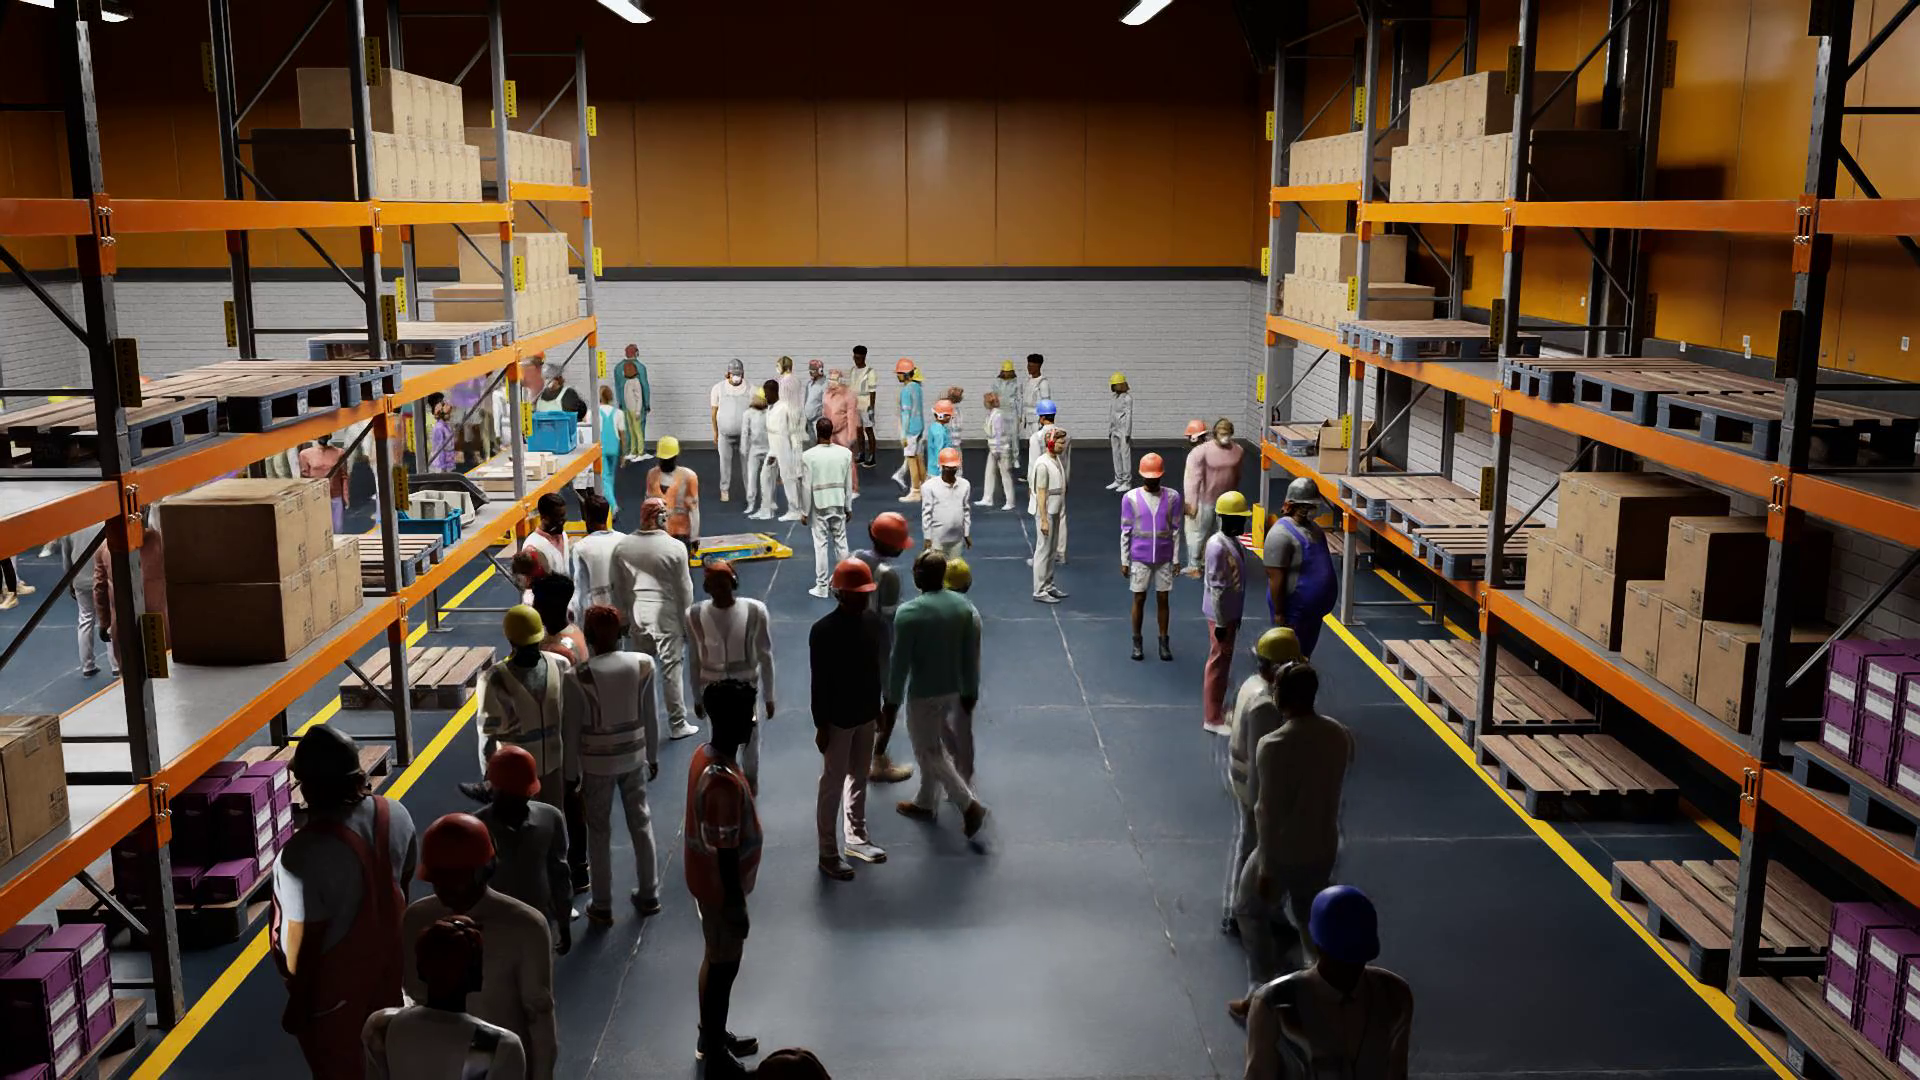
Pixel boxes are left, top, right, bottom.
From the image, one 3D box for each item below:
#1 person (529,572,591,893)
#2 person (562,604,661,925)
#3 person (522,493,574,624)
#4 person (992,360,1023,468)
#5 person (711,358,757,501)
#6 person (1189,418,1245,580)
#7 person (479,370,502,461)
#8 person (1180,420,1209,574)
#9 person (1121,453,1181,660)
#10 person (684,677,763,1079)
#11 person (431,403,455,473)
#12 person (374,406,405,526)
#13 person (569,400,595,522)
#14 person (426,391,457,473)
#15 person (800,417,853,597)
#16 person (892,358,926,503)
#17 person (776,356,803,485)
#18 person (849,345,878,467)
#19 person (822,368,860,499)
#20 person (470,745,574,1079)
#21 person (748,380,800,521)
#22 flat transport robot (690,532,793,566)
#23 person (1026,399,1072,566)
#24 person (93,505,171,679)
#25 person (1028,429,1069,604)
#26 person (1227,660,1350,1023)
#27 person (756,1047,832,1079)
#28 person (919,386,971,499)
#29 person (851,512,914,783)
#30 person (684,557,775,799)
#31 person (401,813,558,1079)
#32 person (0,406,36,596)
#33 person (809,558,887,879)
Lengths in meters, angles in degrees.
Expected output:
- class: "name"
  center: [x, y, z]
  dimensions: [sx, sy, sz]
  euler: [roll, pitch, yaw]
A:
- class: "person"
  center: [-2.399, 1.156, 10.022]
  dimensions: [0.367, 1.966, 0.607]
  euler: [-2, 11, -11]
- class: "person"
  center: [-2.004, 1.289, 9.596]
  dimensions: [0.587, 1.876, 0.343]
  euler: [-8, 14, -34]
- class: "person"
  center: [-3.241, 0.566, 13.144]
  dimensions: [0.410, 1.908, 0.598]
  euler: [2, 11, 11]
- class: "person"
  center: [0.753, -1.996, 26.442]
  dimensions: [0.489, 1.732, 0.364]
  euler: [2, 11, 10]
- class: "person"
  center: [-3.155, -1.557, 23.438]
  dimensions: [0.680, 2.000, 0.535]
  euler: [-2, 11, -9]
- class: "person"
  center: [2.794, -0.438, 18.316]
  dimensions: [0.683, 1.881, 0.754]
  euler: [-3, 12, -16]
- class: "person"
  center: [-7.811, -2.129, 27.420]
  dimensions: [0.544, 1.596, 0.676]
  euler: [-7, 13, -32]
- class: "person"
  center: [2.674, -0.486, 18.829]
  dimensions: [0.353, 1.736, 0.579]
  euler: [7, 13, 33]
- class: "person"
  center: [1.742, 0.154, 15.160]
  dimensions: [0.549, 1.925, 0.384]
  euler: [0, 11, -2]
- class: "person"
  center: [-1.107, 1.599, 7.835]
  dimensions: [0.373, 1.959, 0.608]
  euler: [-3, 12, -14]
- class: "person"
  center: [-6.674, -0.963, 21.497]
  dimensions: [0.317, 1.631, 0.520]
  euler: [-2, 11, -10]
- class: "person"
  center: [-7.191, -1.008, 21.057]
  dimensions: [0.533, 1.891, 0.628]
  euler: [2, 11, 10]
- class: "person"
  center: [-4.811, -0.931, 21.165]
  dimensions: [0.321, 1.695, 0.537]
  euler: [4, 12, 17]
- class: "person"
  center: [-7.060, -1.177, 22.425]
  dimensions: [0.435, 1.685, 0.542]
  euler: [6, 13, 29]
- class: "person"
  center: [-1.410, -0.344, 17.666]
  dimensions: [0.590, 1.919, 0.395]
  euler: [-6, 13, -28]
- class: "person"
  center: [-0.719, -1.540, 23.414]
  dimensions: [0.454, 2.029, 0.620]
  euler: [3, 12, 17]
- class: "person"
  center: [-2.555, -1.788, 24.890]
  dimensions: [0.370, 1.930, 0.628]
  euler: [3, 12, 15]
- class: "person"
  center: [-1.562, -2.145, 26.600]
  dimensions: [0.373, 1.959, 0.605]
  euler: [-10, 15, -41]
- class: "person"
  center: [-1.685, -1.501, 23.581]
  dimensions: [0.651, 1.879, 0.509]
  euler: [9, 15, 39]
- class: "person"
  center: [-2.010, 1.764, 7.544]
  dimensions: [0.565, 1.740, 0.345]
  euler: [-8, 14, -36]
- class: "person"
  center: [-2.473, -1.165, 21.876]
  dimensions: [0.779, 1.881, 0.592]
  euler: [-6, 13, -27]
- class: "flat transport robot"
  center: [-2.752, 0.104, 19.563]
  dimensions: [1.431, 0.197, 0.652]
  euler: [-6, 13, -26]
- class: "person"
  center: [1.020, -0.653, 19.166]
  dimensions: [0.611, 1.938, 0.412]
  euler: [-9, 14, -38]
- class: "person"
  center: [-6.352, 0.612, 12.905]
  dimensions: [0.648, 1.904, 0.401]
  euler: [-3, 12, -15]
- class: "person"
  center: [0.922, -0.258, 17.447]
  dimensions: [0.393, 1.836, 0.560]
  euler: [4, 12, 19]
- class: "person"
  center: [1.617, 1.526, 8.275]
  dimensions: [0.665, 1.914, 0.673]
  euler: [-8, 14, -36]
- class: "person"
  center: [-0.468, 2.314, 5.082]
  dimensions: [0.276, 1.628, 0.505]
  euler: [5, 12, 23]
- class: "person"
  center: [-0.216, -1.377, 23.599]
  dimensions: [0.681, 1.613, 0.521]
  euler: [4, 12, 19]
- class: "person"
  center: [-0.645, 0.771, 11.883]
  dimensions: [0.479, 1.993, 0.666]
  euler: [-9, 15, -40]
- class: "person"
  center: [-1.524, 0.998, 11.068]
  dimensions: [0.591, 1.865, 0.682]
  euler: [-1, 11, -4]
- class: "person"
  center: [-1.762, 1.935, 6.078]
  dimensions: [0.616, 1.986, 0.407]
  euler: [3, 12, 14]
- class: "person"
  center: [-10.227, -0.433, 17.805]
  dimensions: [0.535, 2.000, 0.686]
  euler: [-11, 16, -44]
- class: "person"
  center: [-0.671, 1.083, 10.316]
  dimensions: [0.396, 1.992, 0.623]
  euler: [8, 14, 36]
